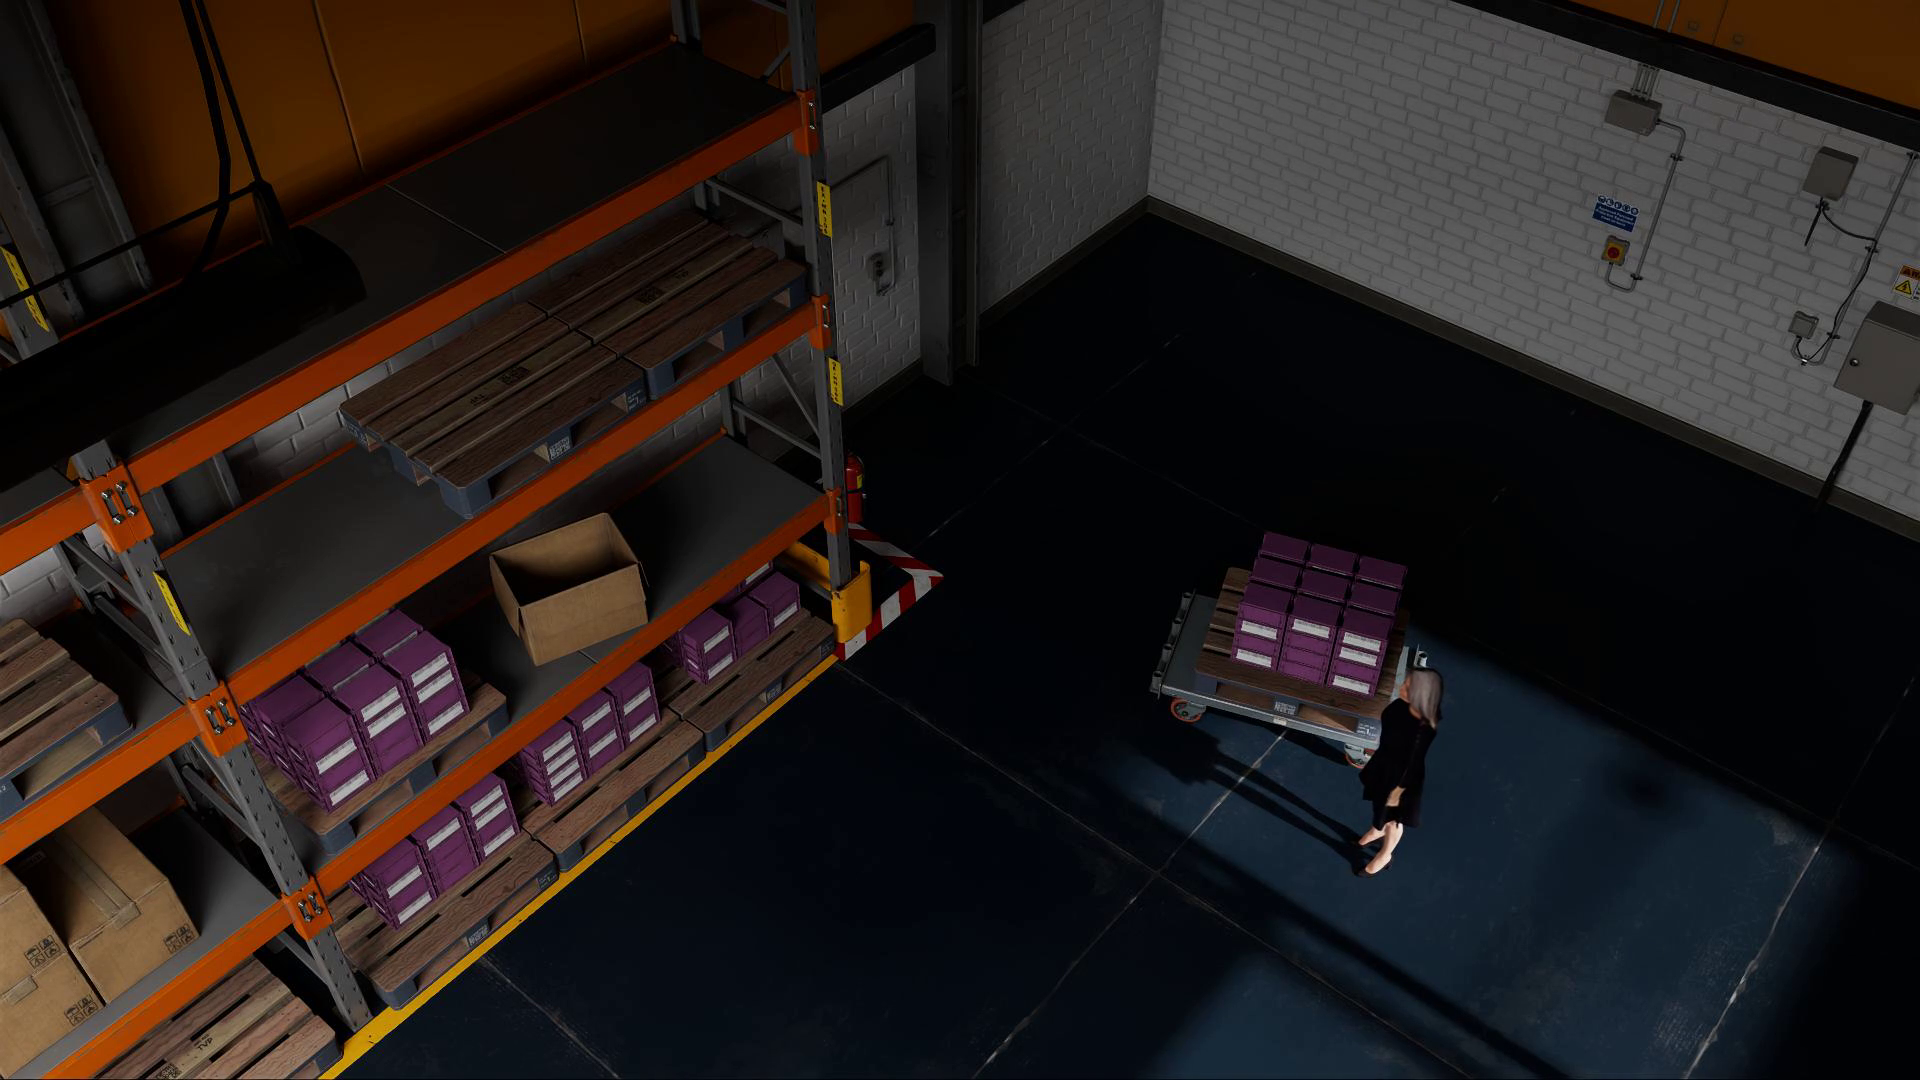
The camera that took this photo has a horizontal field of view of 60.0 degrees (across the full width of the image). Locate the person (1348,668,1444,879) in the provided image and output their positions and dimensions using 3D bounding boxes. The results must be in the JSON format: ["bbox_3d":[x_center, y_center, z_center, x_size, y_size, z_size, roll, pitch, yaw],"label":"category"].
[{"bbox_3d":[2.501,1.328,9.530,0.760,1.747,0.682,2,44,2],"label":"person"}]
